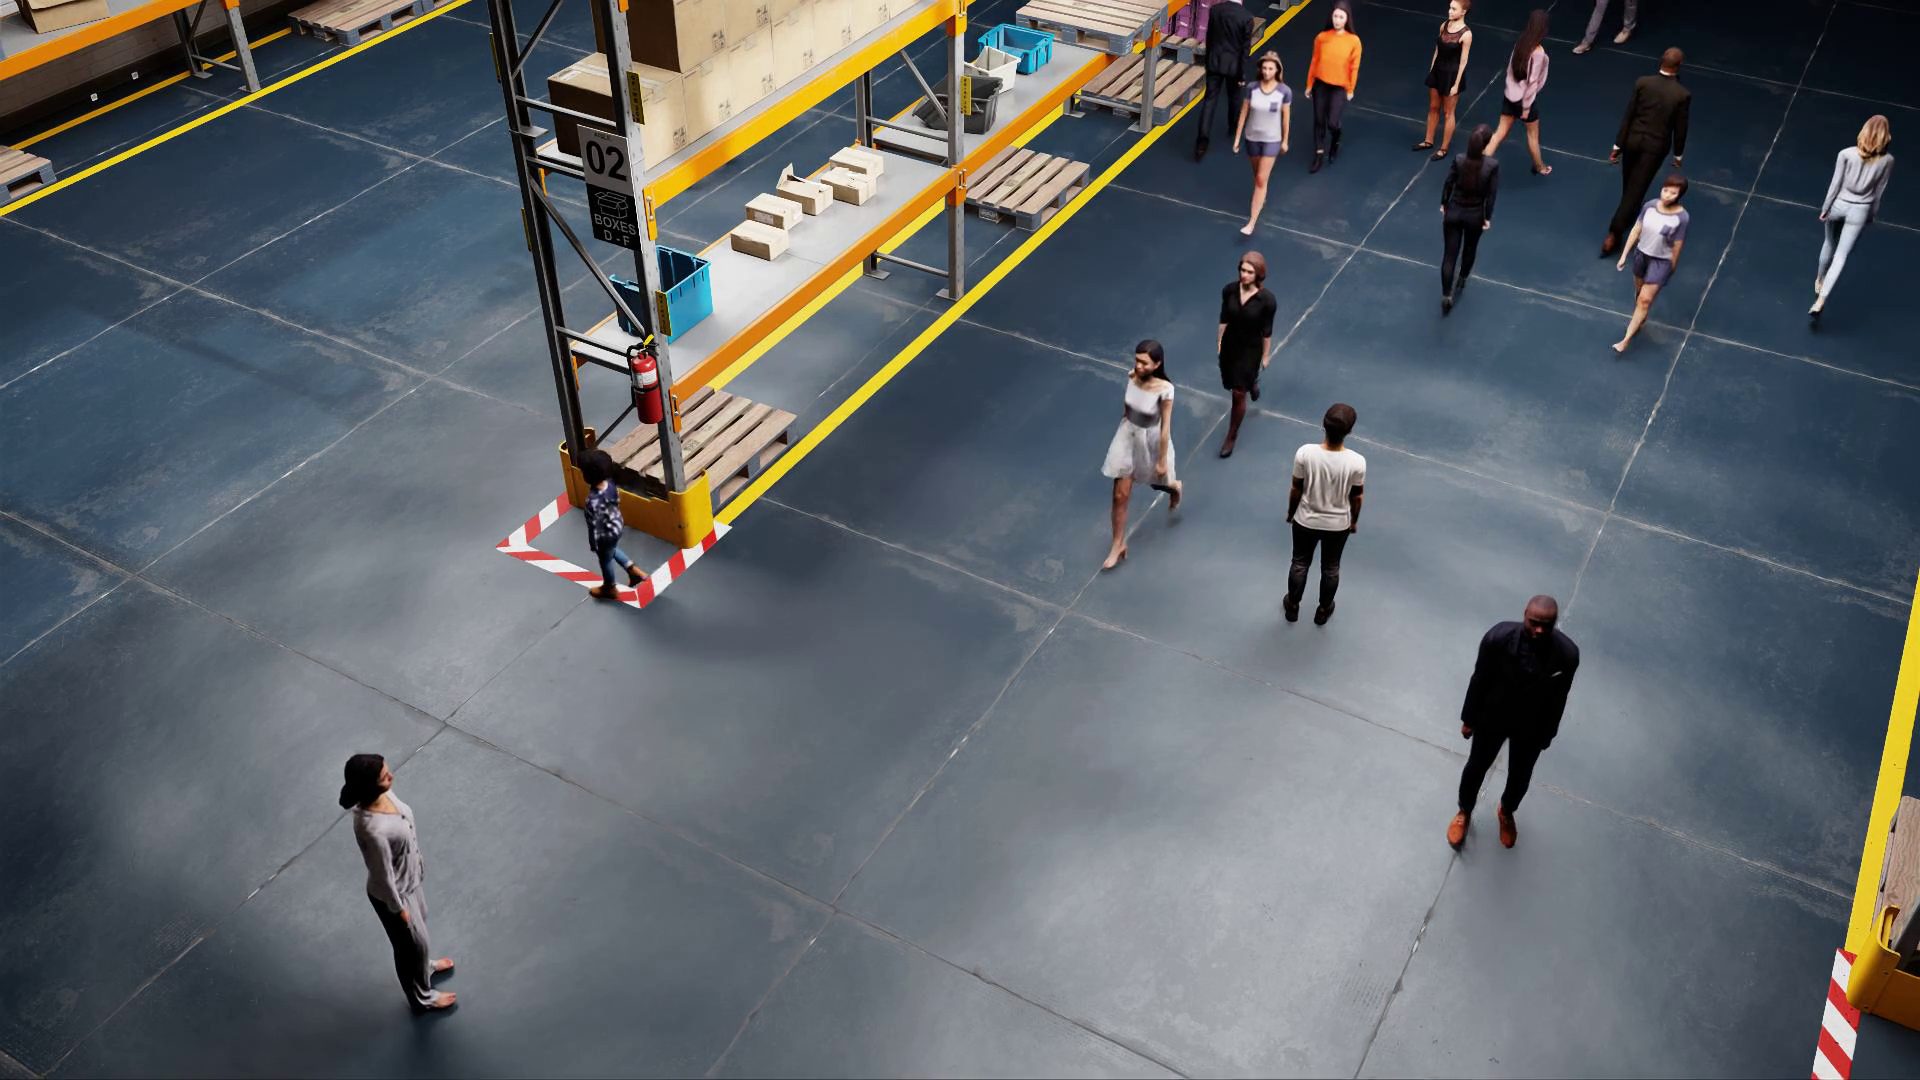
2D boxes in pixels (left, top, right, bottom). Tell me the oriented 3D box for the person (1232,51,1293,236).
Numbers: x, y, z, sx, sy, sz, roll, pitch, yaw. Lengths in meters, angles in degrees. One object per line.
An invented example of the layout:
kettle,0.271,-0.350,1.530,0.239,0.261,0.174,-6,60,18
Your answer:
person,2.854,-3.753,15.551,0.622,1.675,1.058,19,42,22

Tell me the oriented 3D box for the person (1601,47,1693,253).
person,6.181,-3.492,15.076,0.860,1.860,1.293,27,46,30

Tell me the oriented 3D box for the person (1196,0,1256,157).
person,2.618,-4.705,16.682,0.727,1.752,1.188,17,42,21

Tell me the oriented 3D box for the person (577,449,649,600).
person,-2.375,-0.095,11.315,0.674,1.245,0.661,7,39,8

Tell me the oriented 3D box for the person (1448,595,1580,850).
person,3.143,1.010,9.471,0.745,1.820,0.703,12,40,14

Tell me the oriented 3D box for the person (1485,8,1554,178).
person,5.297,-4.181,16.020,1.175,1.760,1.103,-10,40,-12

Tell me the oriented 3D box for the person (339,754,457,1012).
person,-2.921,1.761,8.573,0.726,1.768,0.641,-6,39,-7

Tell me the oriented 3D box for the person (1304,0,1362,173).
person,3.690,-4.495,16.431,0.614,1.737,0.650,20,43,23

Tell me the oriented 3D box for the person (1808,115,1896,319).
person,7.579,-2.725,14.197,0.614,1.759,1.170,19,42,22

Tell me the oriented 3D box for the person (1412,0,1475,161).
person,4.891,-4.655,16.681,0.702,1.675,0.675,-20,43,-23

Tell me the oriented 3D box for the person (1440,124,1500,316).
person,4.306,-2.709,14.232,0.673,1.691,0.861,14,41,17

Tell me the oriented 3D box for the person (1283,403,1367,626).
person,2.401,-0.164,11.020,0.680,1.722,0.627,9,39,11

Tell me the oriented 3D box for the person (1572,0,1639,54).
person,7.583,-6.478,18.796,1.336,1.884,0.985,-26,45,-29

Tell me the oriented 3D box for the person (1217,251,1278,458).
person,2.189,-1.468,12.683,0.632,1.684,0.960,23,44,26

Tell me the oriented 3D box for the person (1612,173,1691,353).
person,5.844,-2.379,13.948,1.019,1.529,0.784,-26,45,-29

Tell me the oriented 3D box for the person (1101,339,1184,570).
person,1.343,-0.646,11.611,0.761,1.737,1.202,29,47,31
